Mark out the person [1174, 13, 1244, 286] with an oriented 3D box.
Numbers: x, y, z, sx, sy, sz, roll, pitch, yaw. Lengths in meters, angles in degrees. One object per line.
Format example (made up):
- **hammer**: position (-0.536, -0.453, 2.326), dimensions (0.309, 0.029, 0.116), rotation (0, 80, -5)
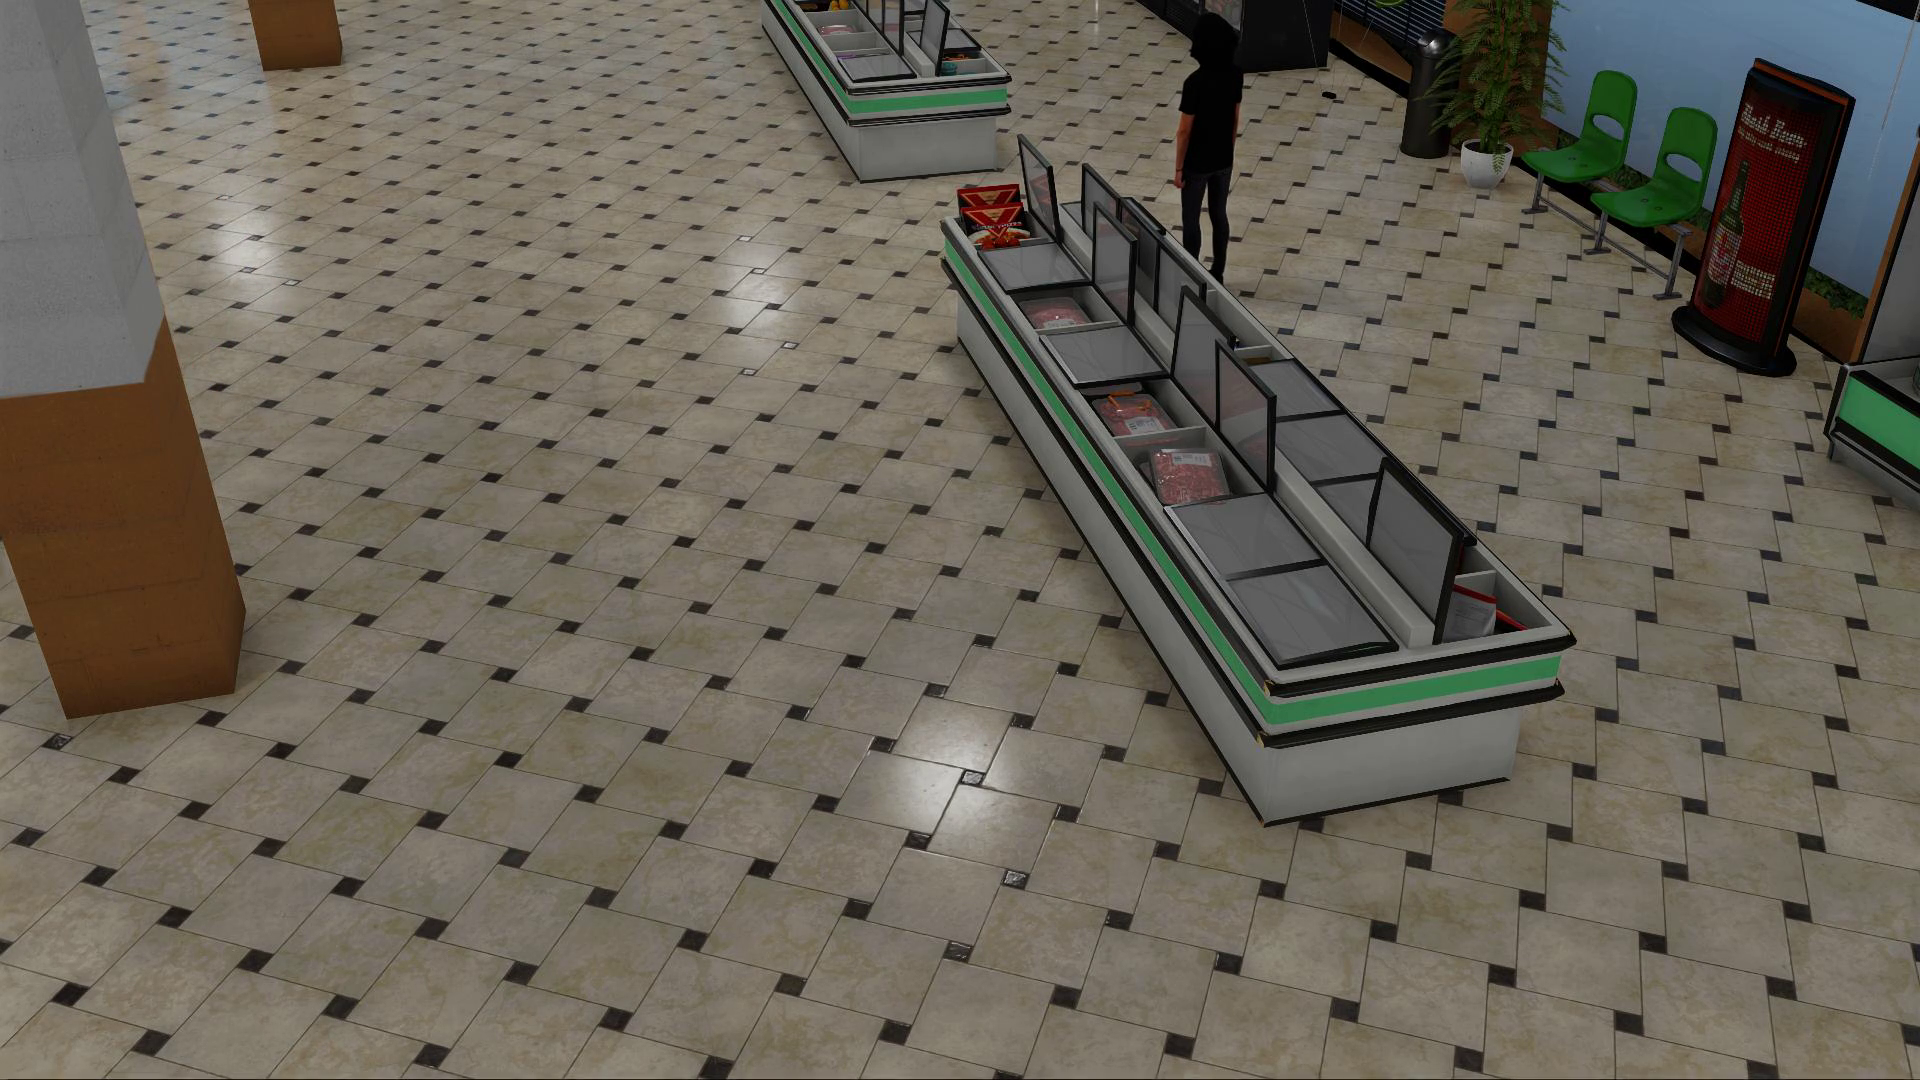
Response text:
- **person**: position (1.625, -2.513, 10.878), dimensions (0.678, 1.829, 0.605), rotation (-16, 35, -24)
